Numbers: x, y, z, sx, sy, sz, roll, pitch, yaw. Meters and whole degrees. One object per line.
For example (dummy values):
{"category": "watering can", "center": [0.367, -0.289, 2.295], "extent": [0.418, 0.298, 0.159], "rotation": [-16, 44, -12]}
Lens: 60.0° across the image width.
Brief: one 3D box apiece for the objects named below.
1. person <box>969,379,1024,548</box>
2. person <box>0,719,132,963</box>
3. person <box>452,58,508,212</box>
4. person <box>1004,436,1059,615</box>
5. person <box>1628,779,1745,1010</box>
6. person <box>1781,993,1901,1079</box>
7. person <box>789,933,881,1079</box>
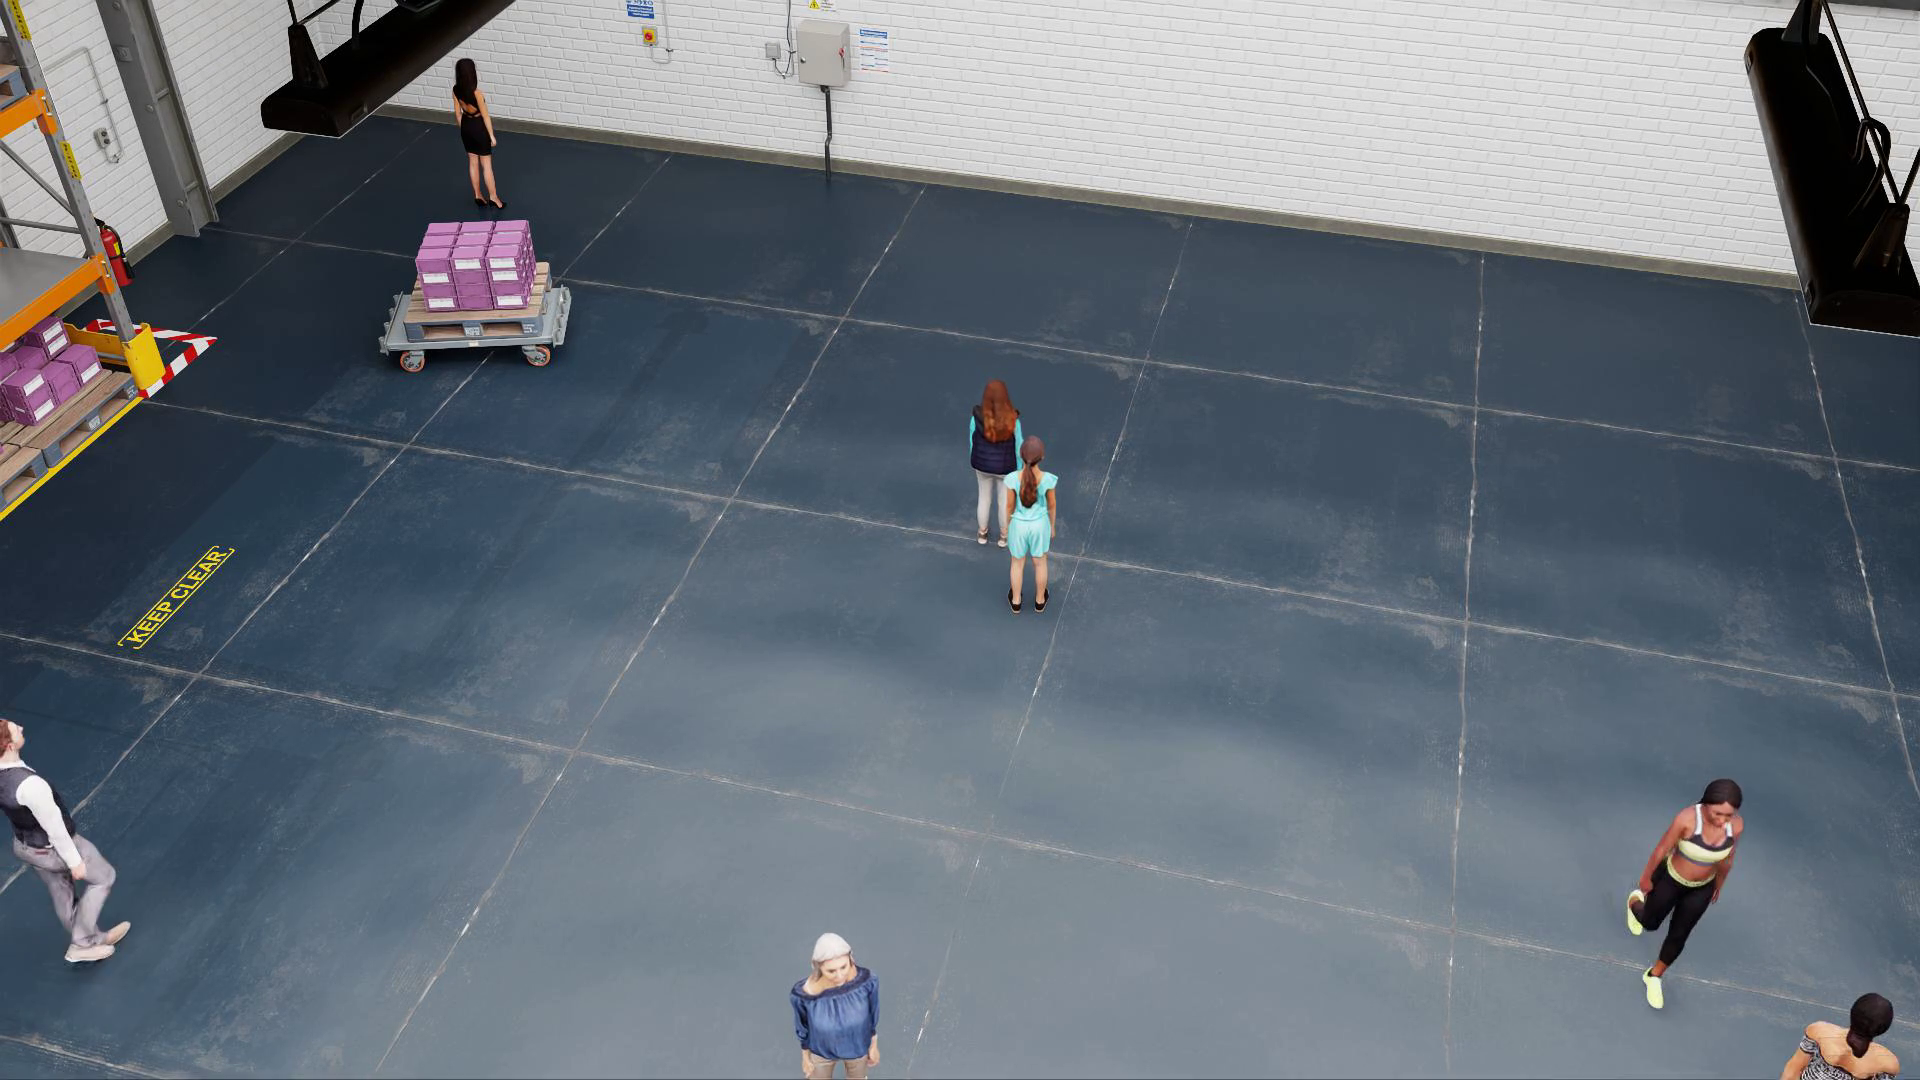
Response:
{"category": "person", "center": [0.275, -0.595, 12.949], "extent": [0.580, 1.502, 0.578], "rotation": [9, 39, 11]}
{"category": "person", "center": [-5.320, 1.811, 9.594], "extent": [0.745, 1.927, 0.743], "rotation": [19, 42, 22]}
{"category": "person", "center": [-5.065, -4.233, 17.386], "extent": [0.599, 1.648, 0.536], "rotation": [15, 41, 18]}
{"category": "person", "center": [0.514, -0.114, 12.300], "extent": [0.602, 1.558, 0.608], "rotation": [0, 39, 0]}
{"category": "person", "center": [4.165, 1.916, 9.618], "extent": [0.674, 1.734, 0.955], "rotation": [2, 39, 3]}
{"category": "person", "center": [4.264, 2.950, 8.297], "extent": [0.915, 1.766, 1.190], "rotation": [26, 46, 29]}
{"category": "person", "center": [-0.641, 2.648, 8.733], "extent": [0.707, 1.694, 0.727], "rotation": [-10, 40, -12]}
